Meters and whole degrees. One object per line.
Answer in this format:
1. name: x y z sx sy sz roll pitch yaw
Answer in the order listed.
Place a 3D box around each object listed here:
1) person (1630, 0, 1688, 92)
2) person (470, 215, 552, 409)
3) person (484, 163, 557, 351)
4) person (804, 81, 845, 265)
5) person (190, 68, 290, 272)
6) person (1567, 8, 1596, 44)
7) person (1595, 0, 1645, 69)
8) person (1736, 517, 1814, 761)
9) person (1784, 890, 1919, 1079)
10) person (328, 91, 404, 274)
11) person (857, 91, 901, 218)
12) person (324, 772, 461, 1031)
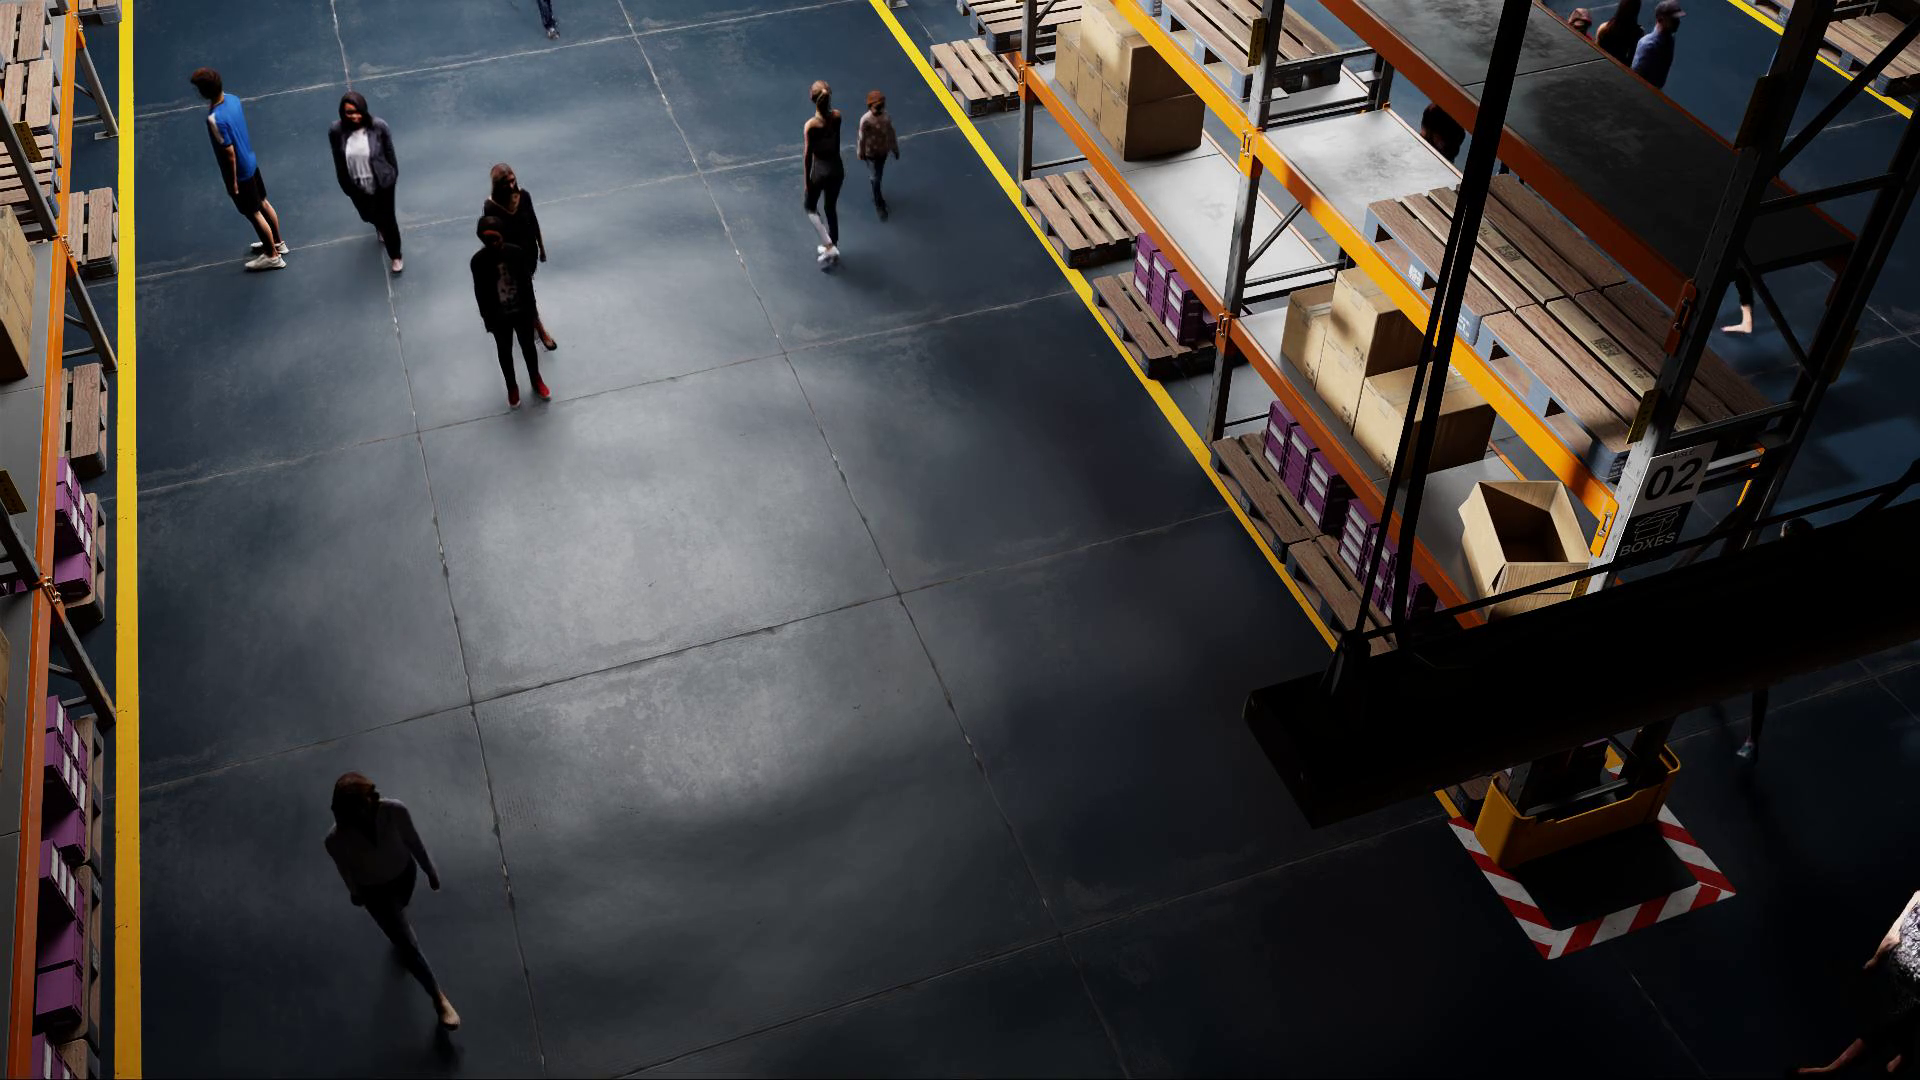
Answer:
1. person: 6.114 -4.025 15.094 0.851 1.866 1.110 -29 50 -27
2. person: -3.495 -1.792 12.889 0.615 1.674 0.538 -19 47 -18
3. person: -3.616 -2.342 13.488 0.819 1.644 1.093 -29 51 -27
4. person: -1.093 -3.092 14.246 0.674 1.685 0.749 -32 52 -29
5. person: -6.144 -3.179 14.206 0.767 1.866 0.603 -4 44 -4
6. person: 5.503 -4.218 15.455 0.916 1.648 1.217 3 44 3
7. person: 6.012 -4.246 15.459 0.776 1.682 0.891 3 44 3
8. person: 5.003 0.613 10.325 0.937 1.729 1.258 4 44 5
9. person: 5.015 2.290 8.623 0.842 1.648 1.006 -10 45 -10
10. person: -5.109 -3.144 14.375 0.764 1.582 1.022 -8 44 -8
11. person: -0.786 -3.573 15.119 0.560 1.176 0.688 -22 48 -22
12. person: -3.128 1.806 9.057 0.836 1.750 1.226 -26 49 -24
